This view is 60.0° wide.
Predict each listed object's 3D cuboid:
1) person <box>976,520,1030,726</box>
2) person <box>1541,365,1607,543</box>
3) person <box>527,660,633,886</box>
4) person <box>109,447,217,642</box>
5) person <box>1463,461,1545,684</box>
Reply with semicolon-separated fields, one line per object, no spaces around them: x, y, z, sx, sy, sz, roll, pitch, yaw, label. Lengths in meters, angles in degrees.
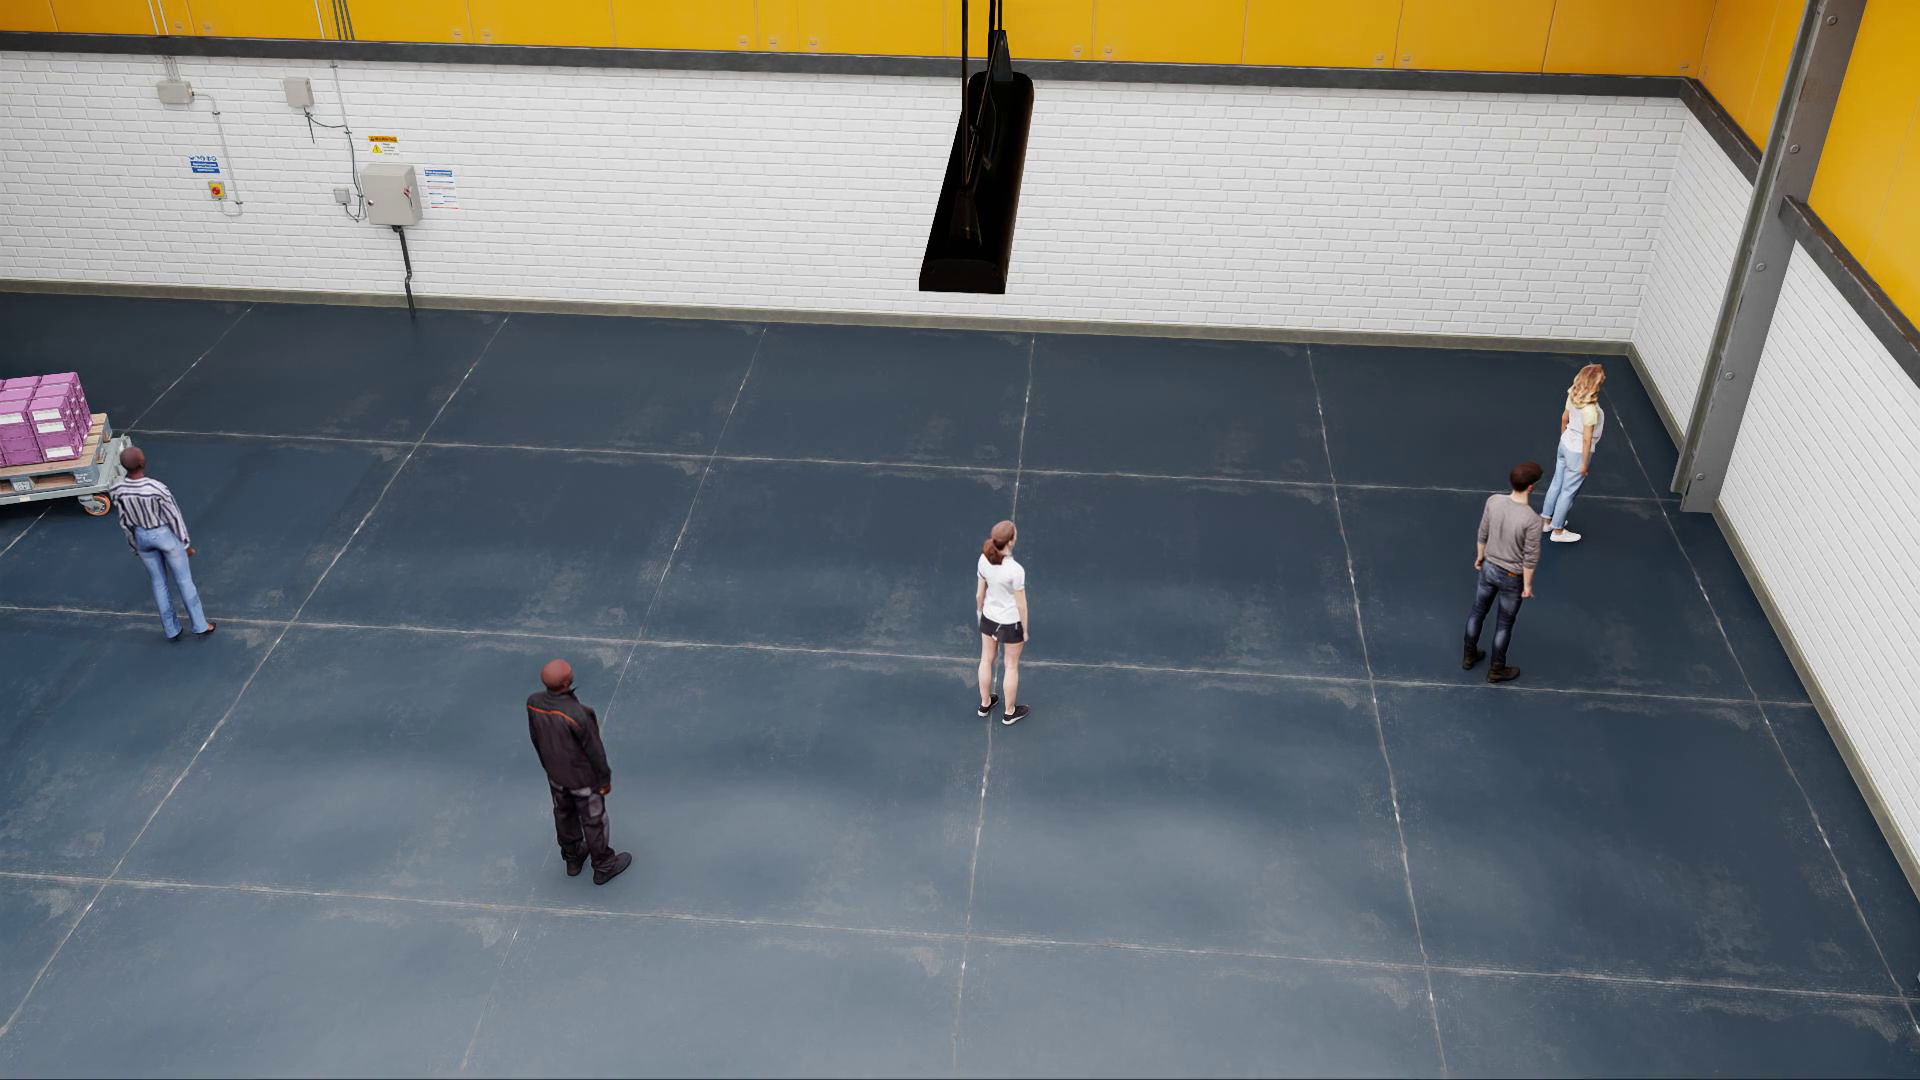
0.313;0.613;12.508;0.662;1.751;0.675;19;38;26;person
5.396;-0.771;14.616;0.737;1.723;0.573;-5;34;-8;person
-2.577;1.531;11.060;0.766;1.825;0.721;13;36;19;person
-6.409;0.044;13.324;0.648;1.795;0.565;-1;34;-2;person
4.217;0.246;12.921;0.821;1.905;0.747;-23;40;-30;person
